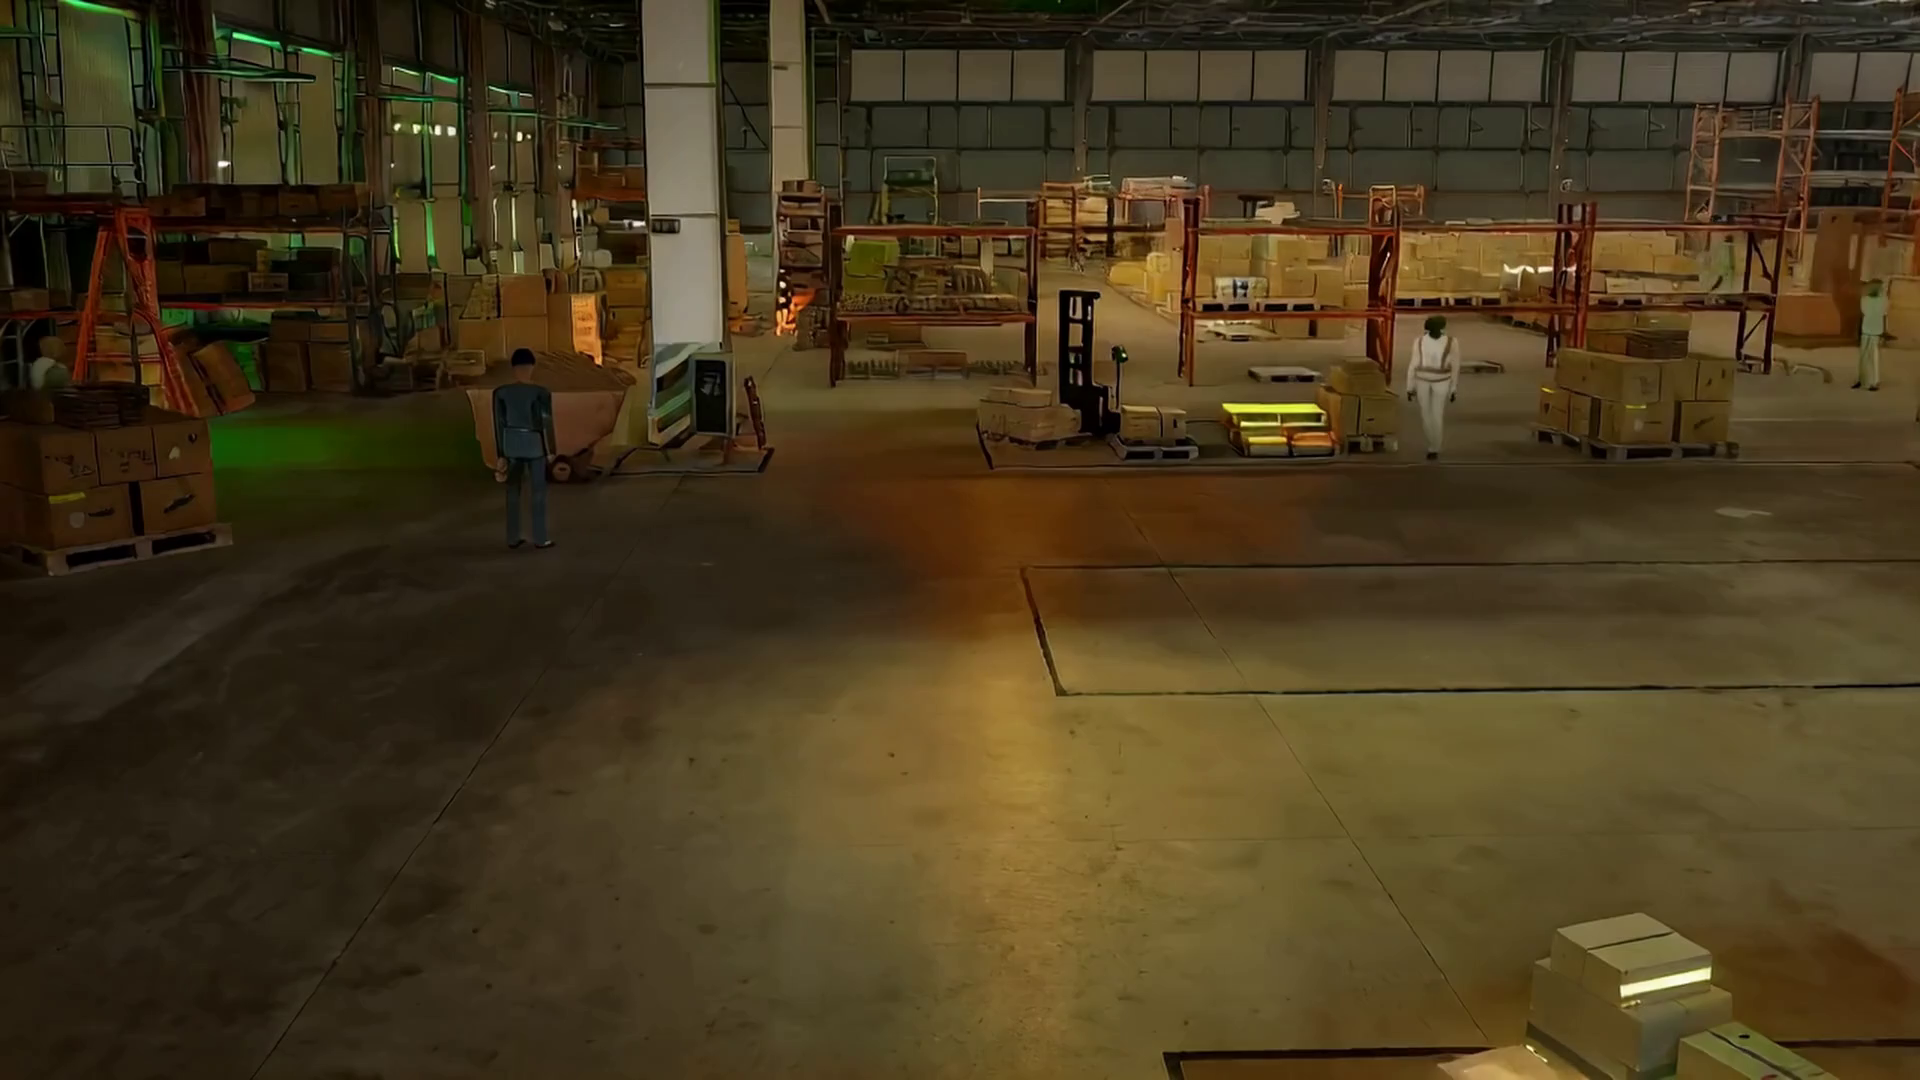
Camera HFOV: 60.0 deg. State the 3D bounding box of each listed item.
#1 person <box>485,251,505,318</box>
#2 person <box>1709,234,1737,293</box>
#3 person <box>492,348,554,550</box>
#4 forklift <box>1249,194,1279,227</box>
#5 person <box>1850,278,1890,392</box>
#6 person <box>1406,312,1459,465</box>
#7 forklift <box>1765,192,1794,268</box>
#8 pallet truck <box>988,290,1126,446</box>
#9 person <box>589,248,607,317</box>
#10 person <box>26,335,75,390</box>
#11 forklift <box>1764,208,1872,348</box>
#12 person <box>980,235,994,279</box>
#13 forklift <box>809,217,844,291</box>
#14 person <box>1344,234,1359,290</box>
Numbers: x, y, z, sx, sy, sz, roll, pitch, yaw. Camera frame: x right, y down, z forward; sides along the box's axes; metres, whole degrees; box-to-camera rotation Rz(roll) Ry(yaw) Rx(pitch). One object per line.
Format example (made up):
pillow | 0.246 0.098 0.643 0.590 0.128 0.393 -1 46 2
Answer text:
person | -11.456 -6.267 40.866 0.525 1.632 0.315 9 16 36
person | 21.896 -7.855 47.614 0.797 1.822 0.617 0 12 1
person | -4.124 -0.857 15.792 0.581 1.919 0.394 1 13 3
forklift | 10.057 -10.104 55.342 1.129 2.768 1.873 -2 13 -10
person | 14.912 -3.356 27.207 0.325 1.860 0.511 -6 14 -27
person | 5.757 -1.850 20.388 0.595 1.856 0.702 9 15 34
forklift | 29.531 -11.215 60.357 1.873 2.768 1.129 0 12 -2
pallet truck | 1.257 -2.299 22.111 1.885 1.965 0.823 -9 15 -35
person | -8.954 -6.348 41.074 0.543 1.696 0.317 8 15 31
person | -9.929 -1.337 18.220 0.623 1.811 0.917 9 15 34
forklift | 17.687 -5.358 33.911 1.873 2.768 1.129 0 12 -2
person | 0.792 -7.993 47.956 0.351 1.936 0.635 -5 13 -21
forklift | -4.375 -8.619 48.637 1.873 2.768 1.129 0 12 -2
person | 11.960 -8.616 50.766 0.356 1.938 0.633 11 16 40
